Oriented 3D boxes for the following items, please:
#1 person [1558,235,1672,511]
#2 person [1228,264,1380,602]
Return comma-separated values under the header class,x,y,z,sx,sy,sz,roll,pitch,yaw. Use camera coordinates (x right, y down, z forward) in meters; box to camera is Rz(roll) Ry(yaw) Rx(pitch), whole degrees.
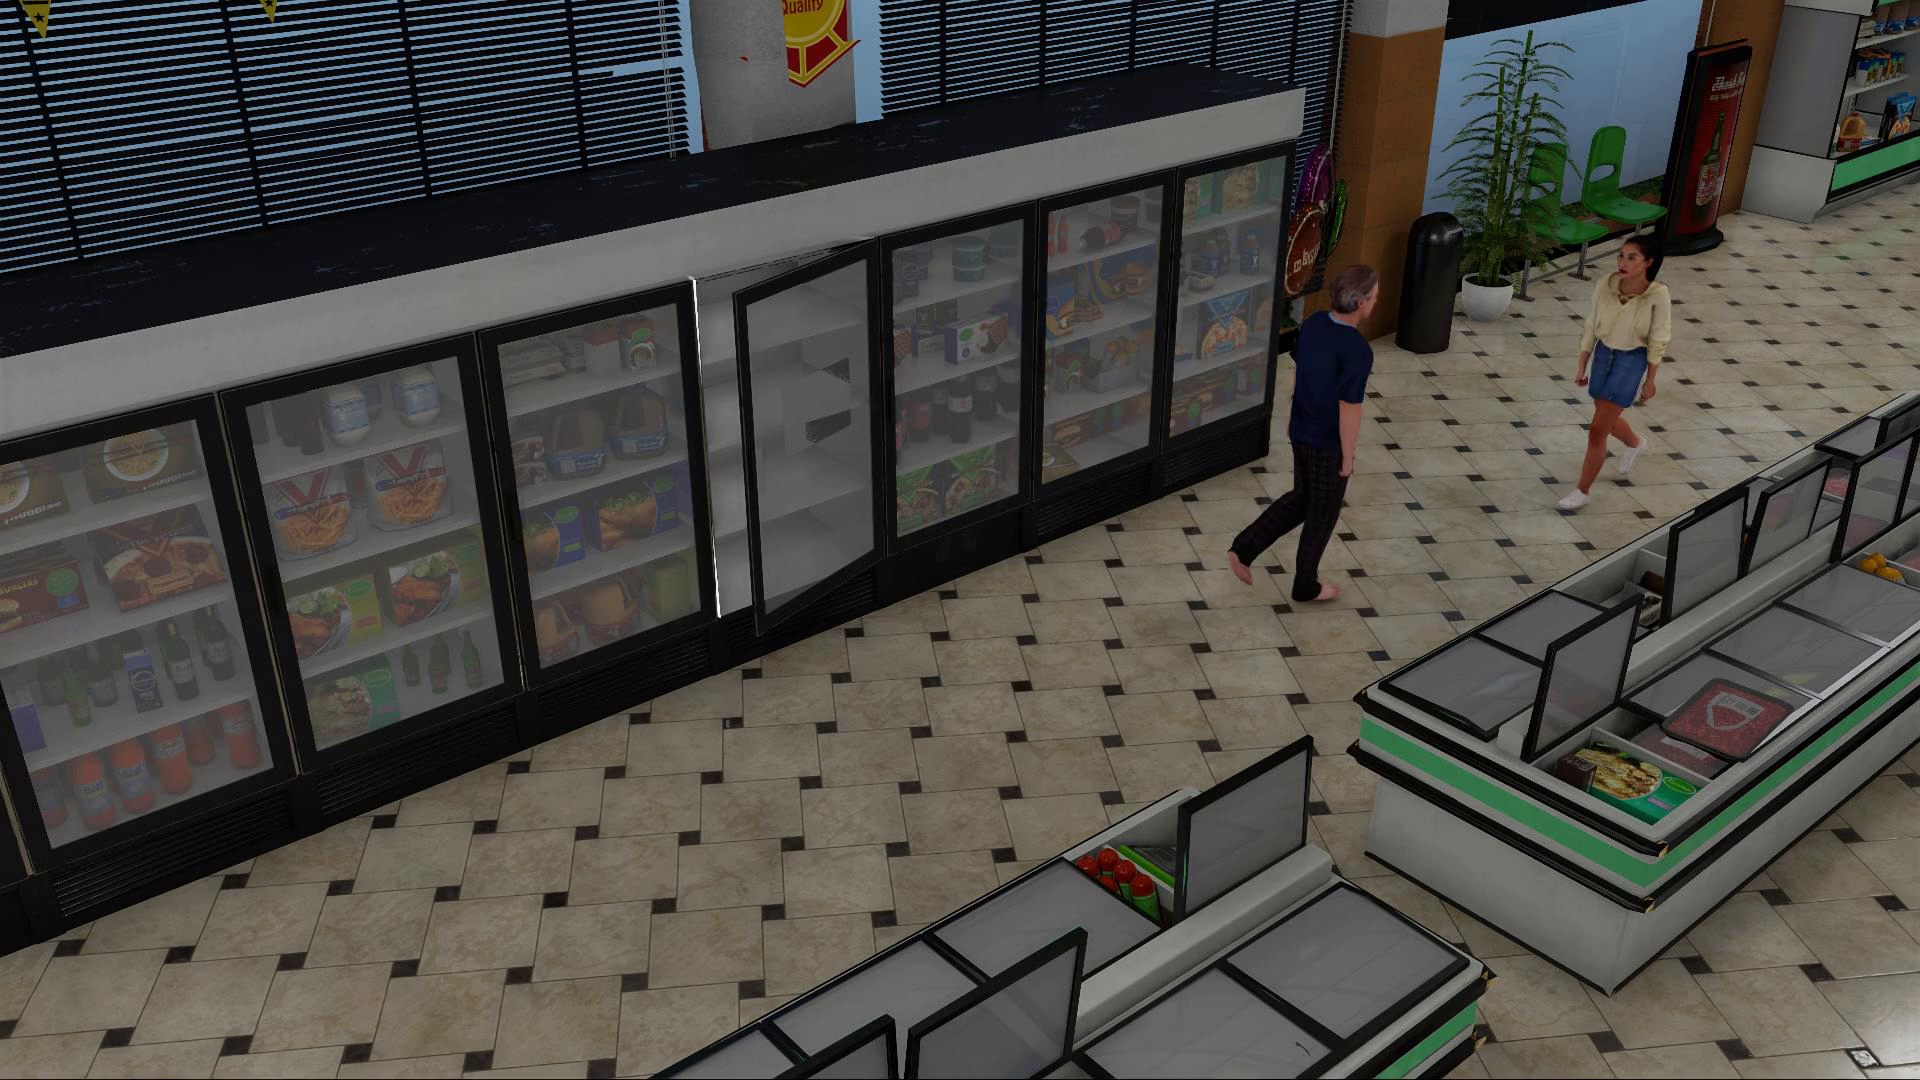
class,x,y,z,sx,sy,sz,roll,pitch,yaw
person,3.856,-0.981,9.629,1.077,1.603,0.658,-18,32,-32
person,1.746,-0.478,8.369,0.955,1.846,0.839,-14,30,-25
